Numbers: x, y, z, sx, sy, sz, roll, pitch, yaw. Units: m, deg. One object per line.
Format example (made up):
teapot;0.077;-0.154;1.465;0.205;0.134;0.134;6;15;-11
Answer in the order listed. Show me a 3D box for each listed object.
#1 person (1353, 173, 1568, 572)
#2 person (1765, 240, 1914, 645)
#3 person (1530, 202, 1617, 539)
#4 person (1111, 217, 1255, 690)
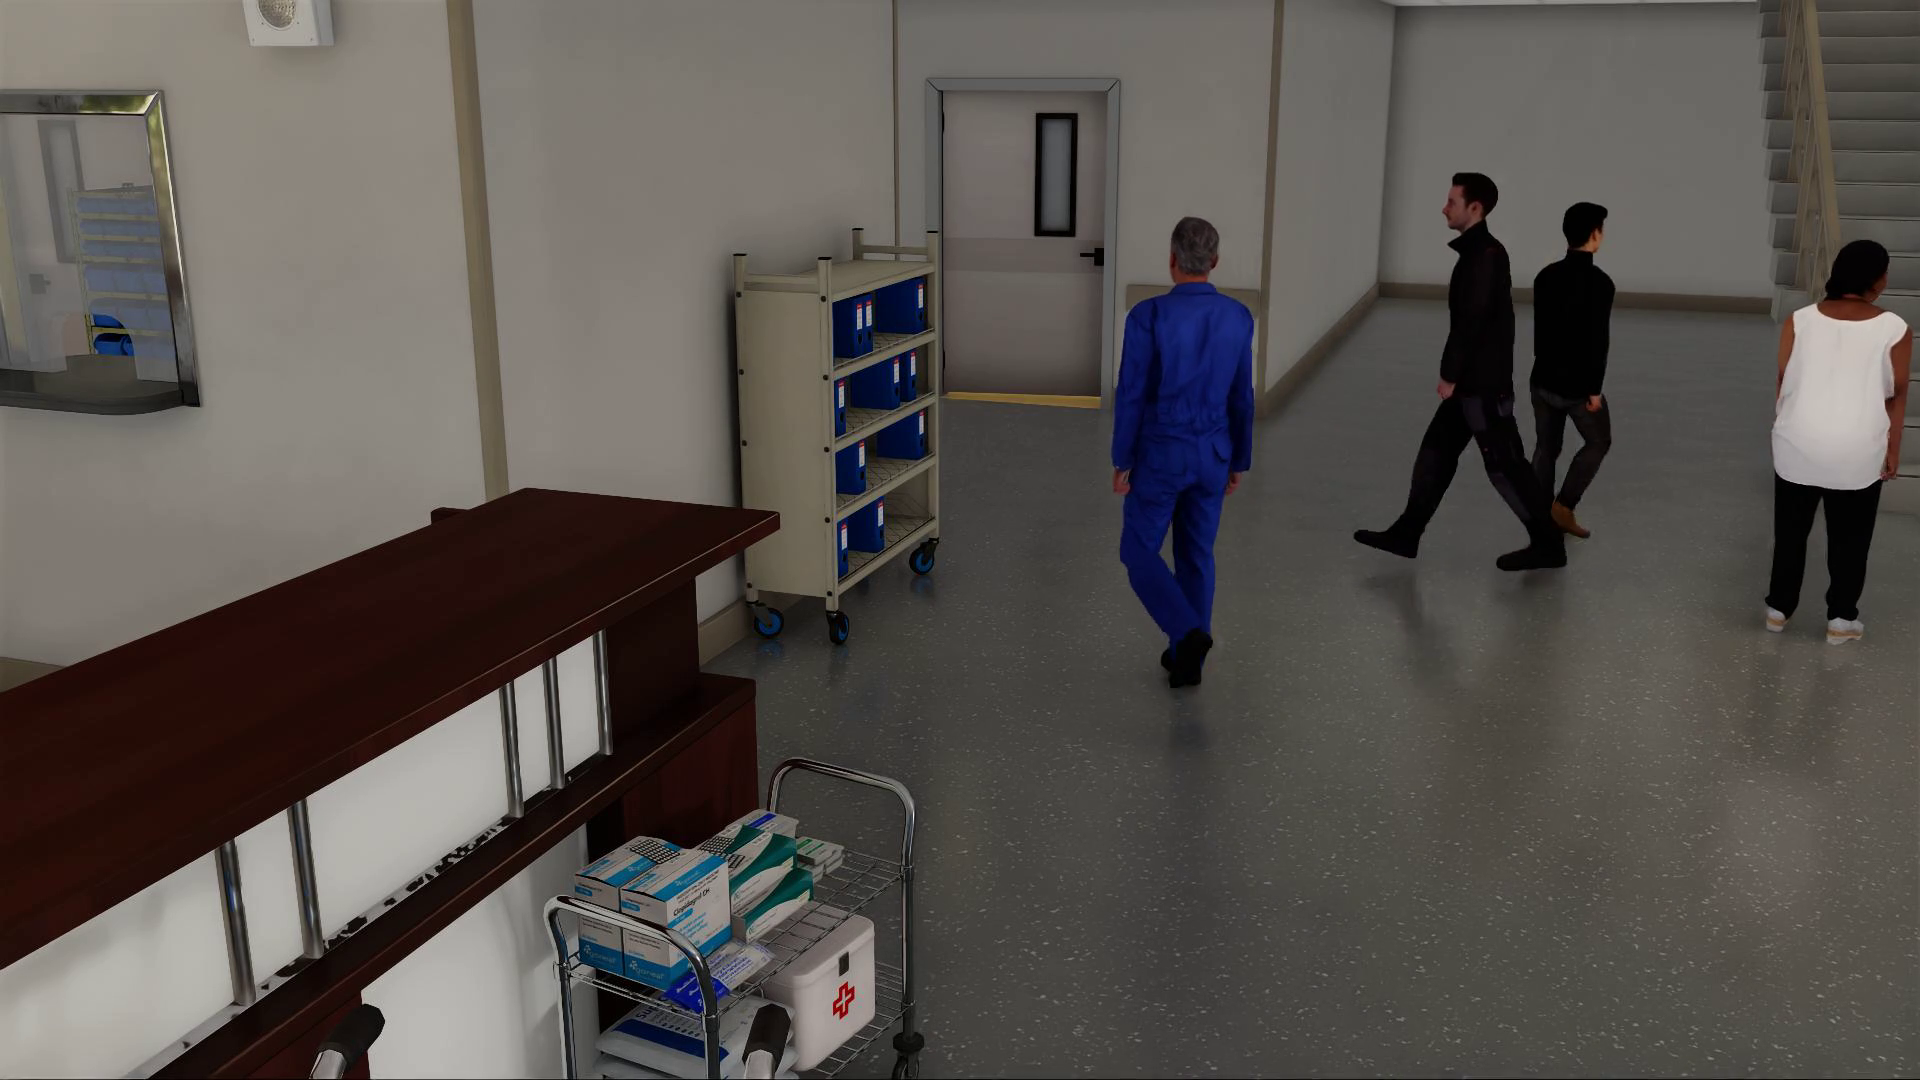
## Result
person;2.511;-0.727;7.787;0.768;1.859;1.157;5;17;18
person;3.673;-0.420;7.011;0.744;1.688;0.734;11;19;35
person;3.028;-0.824;8.400;0.780;1.712;0.746;-9;18;-29
person;0.864;-0.272;6.263;0.988;1.809;1.058;-5;16;-17
